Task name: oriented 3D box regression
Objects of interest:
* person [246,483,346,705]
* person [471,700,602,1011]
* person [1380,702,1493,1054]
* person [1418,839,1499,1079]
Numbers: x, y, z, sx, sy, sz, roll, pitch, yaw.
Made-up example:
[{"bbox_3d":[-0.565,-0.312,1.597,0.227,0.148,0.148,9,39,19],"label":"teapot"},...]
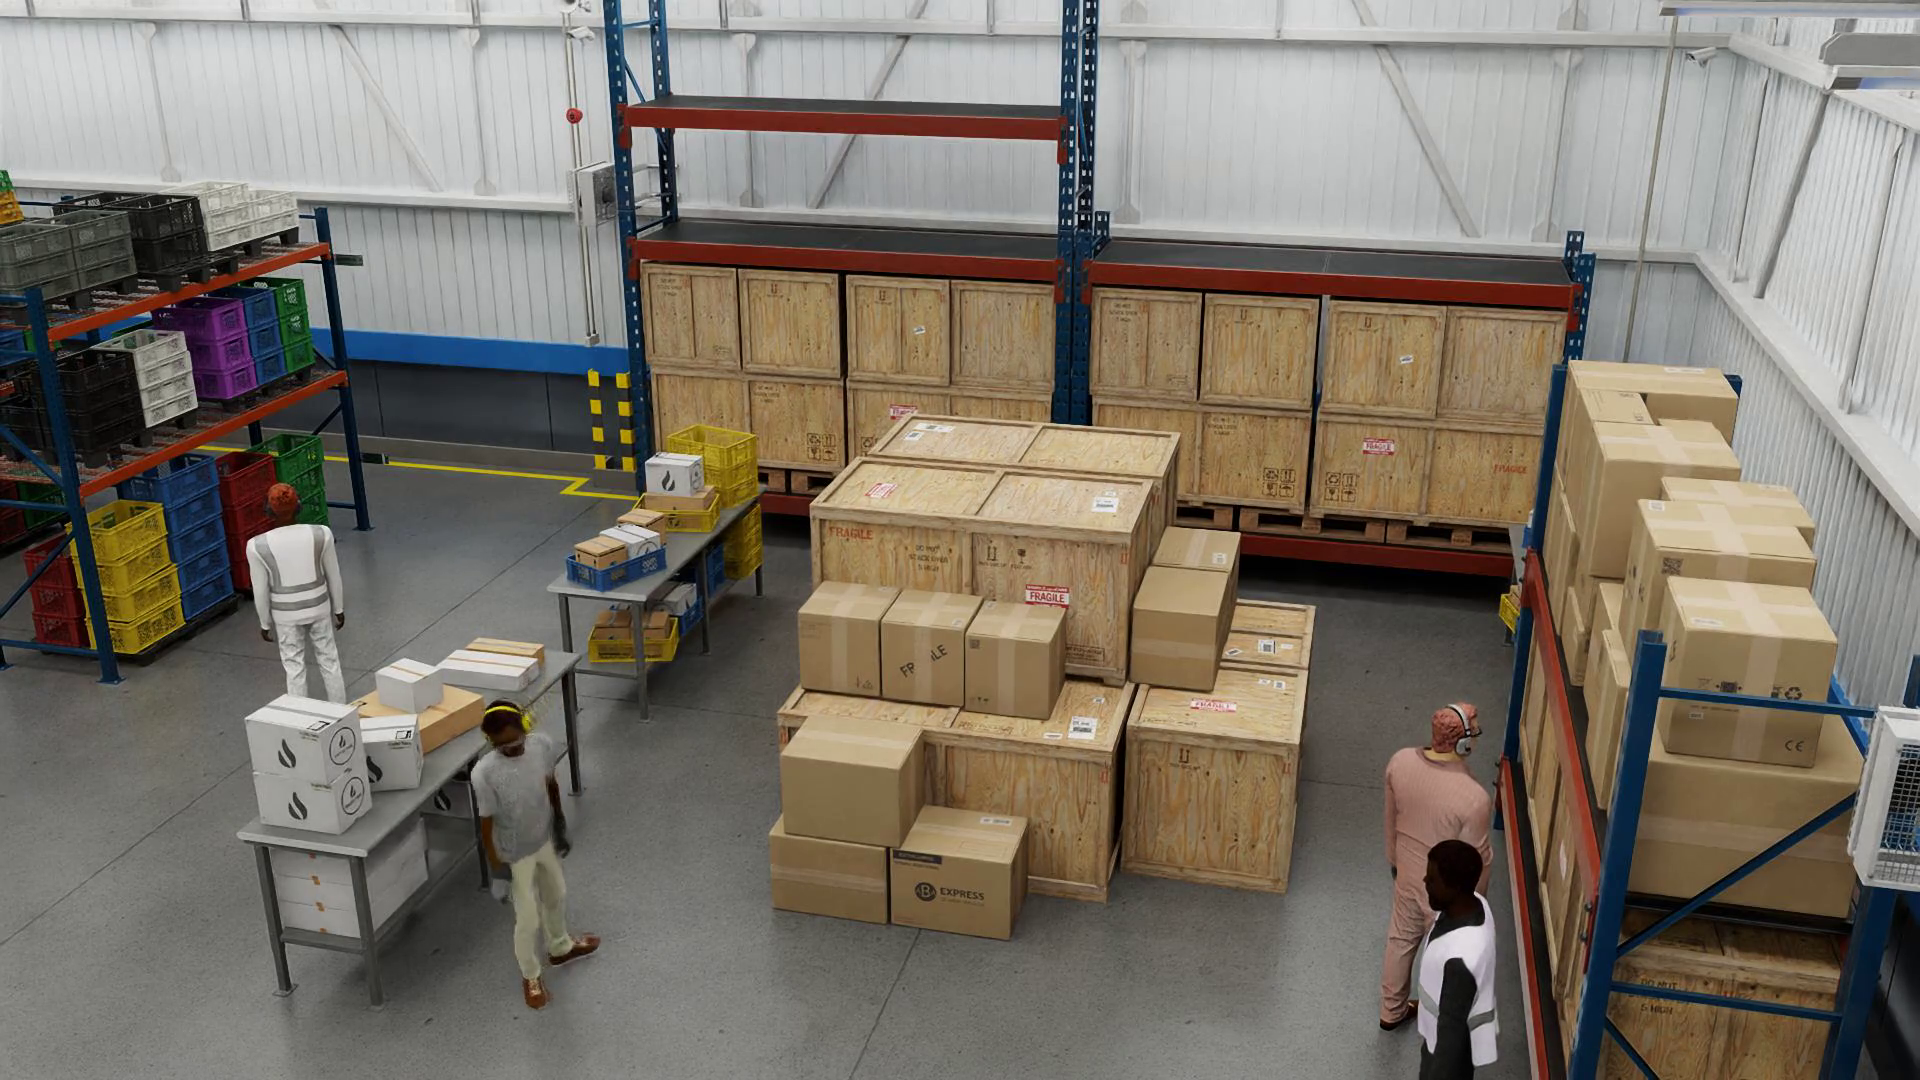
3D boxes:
[{"bbox_3d":[-4.527,0.509,11.435,0.576,1.882,0.355,-12,24,-29],"label":"person"},{"bbox_3d":[-2.209,1.585,8.721,0.360,1.813,0.742,11,24,28],"label":"person"},{"bbox_3d":[2.397,1.687,8.321,0.409,1.909,0.640,-12,24,-29],"label":"person"},{"bbox_3d":[2.097,2.145,7.128,0.401,1.906,0.598,6,22,16],"label":"person"}]
